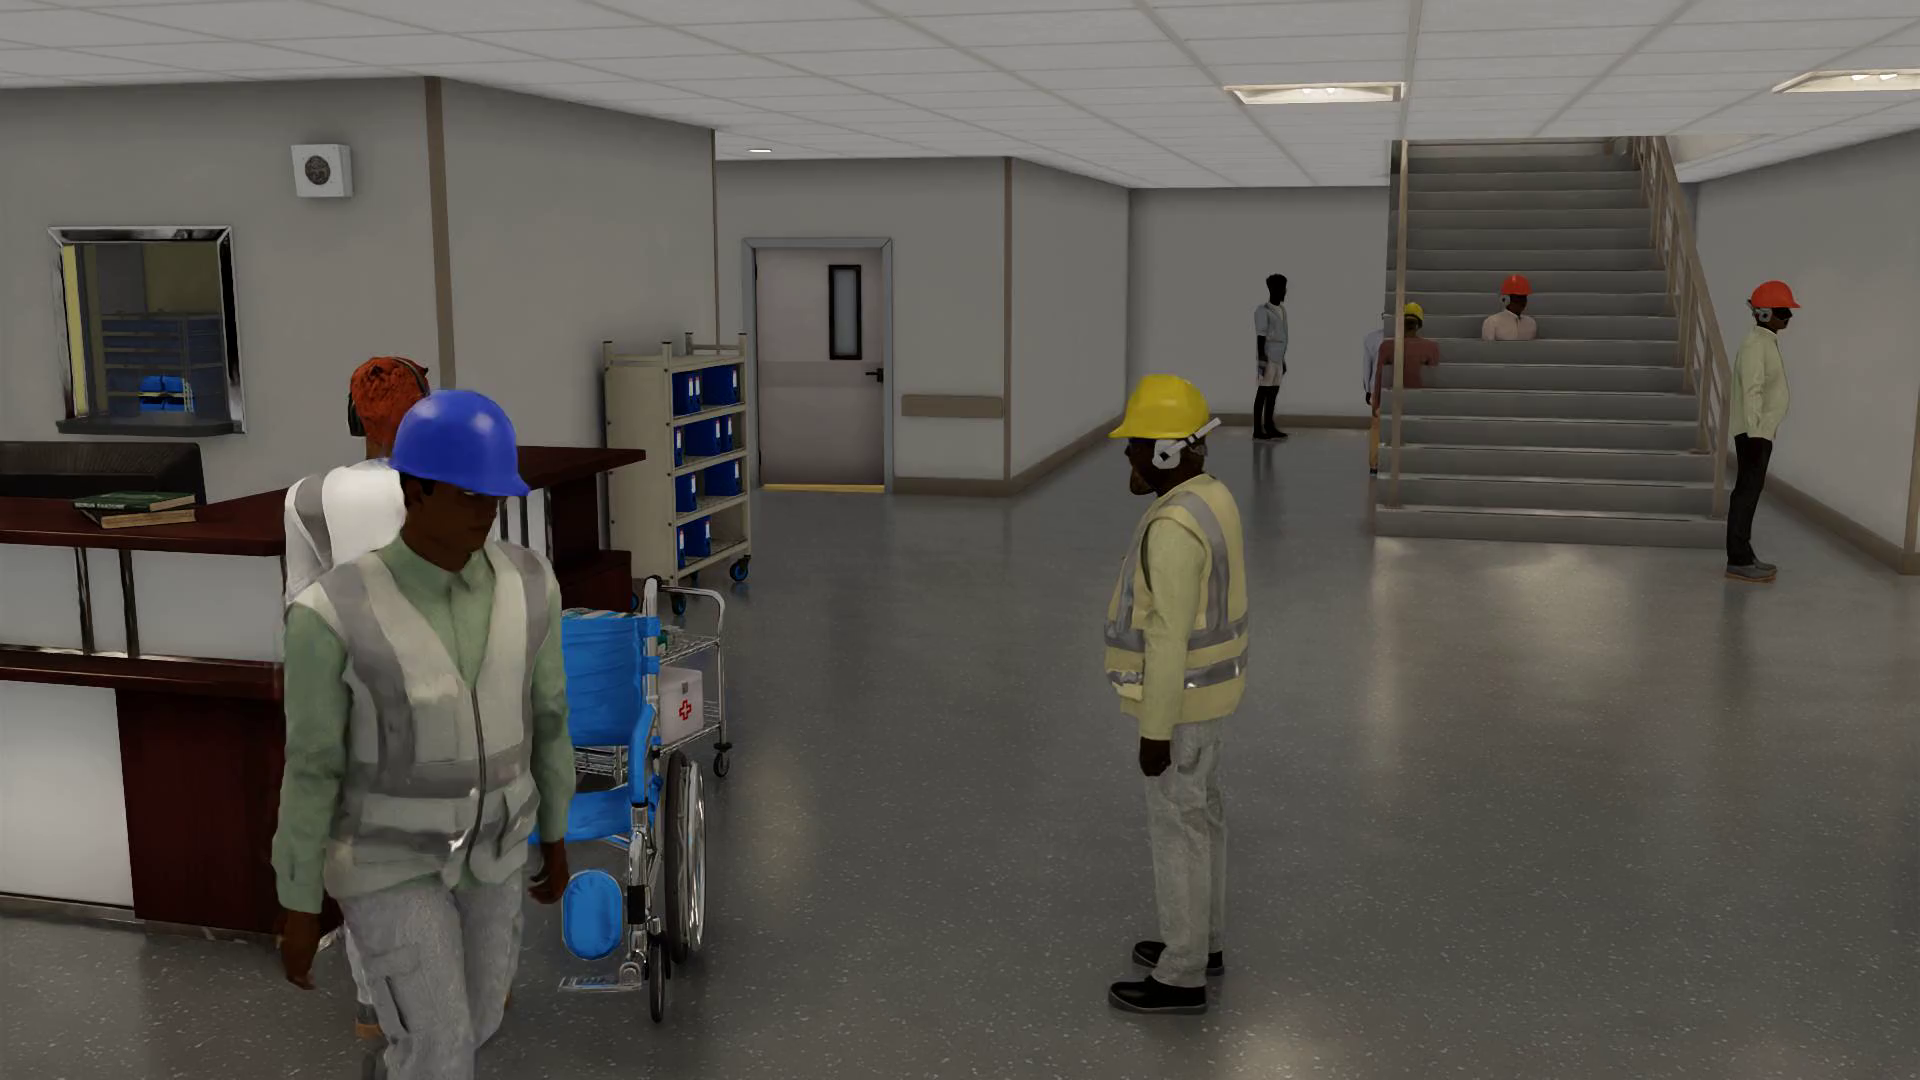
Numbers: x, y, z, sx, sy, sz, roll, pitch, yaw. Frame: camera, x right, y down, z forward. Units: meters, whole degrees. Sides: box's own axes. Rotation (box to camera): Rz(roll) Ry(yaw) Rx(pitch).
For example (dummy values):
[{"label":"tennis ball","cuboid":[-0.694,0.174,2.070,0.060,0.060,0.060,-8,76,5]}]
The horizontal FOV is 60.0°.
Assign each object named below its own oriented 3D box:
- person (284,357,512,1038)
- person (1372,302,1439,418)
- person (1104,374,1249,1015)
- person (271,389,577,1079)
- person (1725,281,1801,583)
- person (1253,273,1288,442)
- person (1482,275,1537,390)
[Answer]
[{"label":"person","cuboid":[-1.530,0.440,4.582,0.584,1.882,0.337,0,10,-1]},{"label":"person","cuboid":[3.938,-1.215,14.700,0.542,1.762,0.408,2,10,12]},{"label":"person","cuboid":[0.614,0.439,4.777,0.404,1.825,0.595,3,10,18]},{"label":"person","cuboid":[-1.138,0.624,3.469,0.875,1.906,0.650,8,13,40]},{"label":"person","cuboid":[5.341,-0.725,11.117,0.381,1.994,0.614,6,11,30]},{"label":"person","cuboid":[3.665,-2.144,19.554,0.362,1.963,0.612,7,12,36]},{"label":"person","cuboid":[4.922,-1.371,14.914,0.612,1.995,0.392,-5,11,-26]}]
